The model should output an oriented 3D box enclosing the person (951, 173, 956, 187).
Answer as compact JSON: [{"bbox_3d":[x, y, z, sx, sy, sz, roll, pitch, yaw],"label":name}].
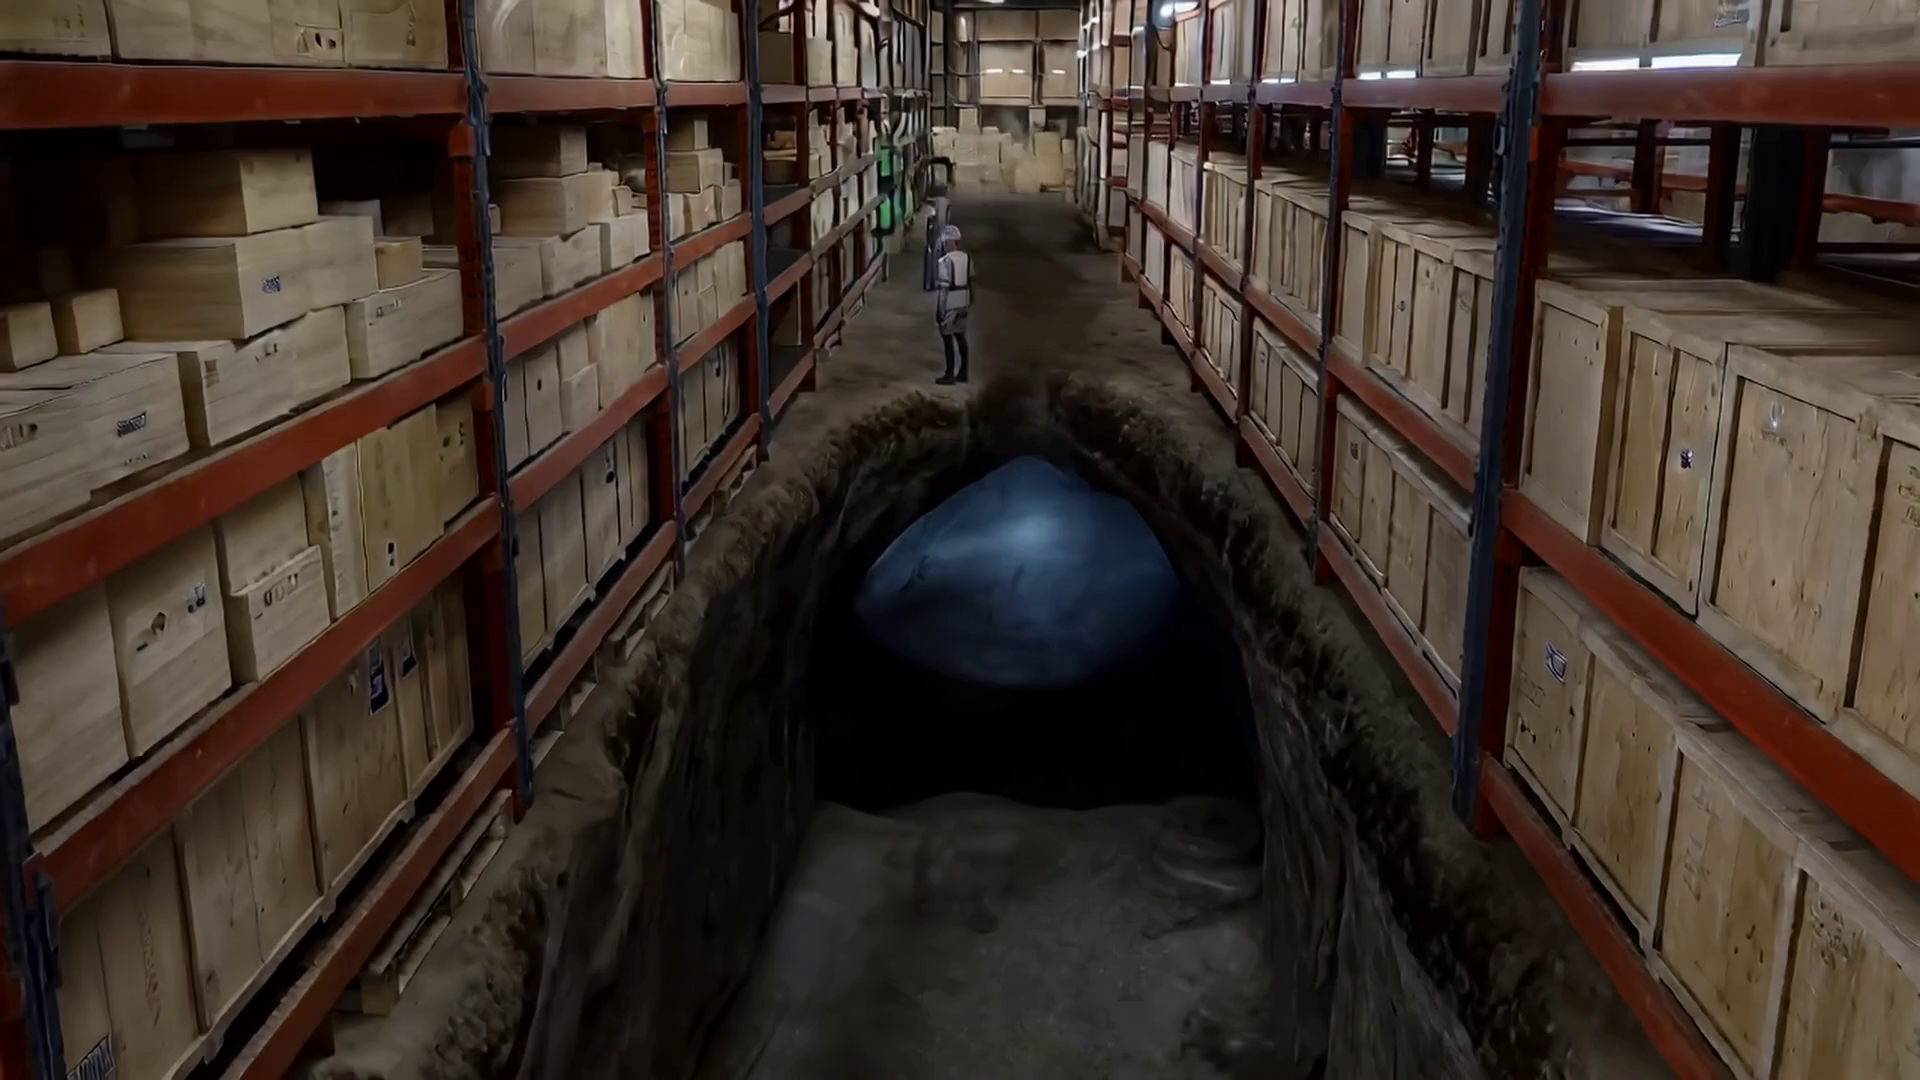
[{"bbox_3d":[-0.040,-14.223,62.565,0.890,1.908,0.552,-4,15,-13],"label":"person"}]

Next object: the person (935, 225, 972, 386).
[{"bbox_3d":[-0.102,-2.841,20.180,0.389,1.930,0.539,12,19,38],"label":"person"}]

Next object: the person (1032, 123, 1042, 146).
[{"bbox_3d":[4.070,-20.941,87.533,0.585,1.918,0.381,5,16,20],"label":"person"}]

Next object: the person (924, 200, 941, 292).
[{"bbox_3d":[-0.477,-5.242,29.681,0.280,1.625,0.492,7,17,25],"label":"person"}]

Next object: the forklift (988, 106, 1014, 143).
[{"bbox_3d":[1.827,-20.017,82.268,1.129,2.768,1.873,9,17,29],"label":"forklift"}]

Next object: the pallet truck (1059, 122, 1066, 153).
[{"bbox_3d":[5.788,-21.111,88.014,1.885,1.965,0.823,5,16,18],"label":"pallet truck"}]

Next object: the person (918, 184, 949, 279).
[{"bbox_3d":[-0.477,-5.830,31.521,0.632,1.811,0.922,-9,18,-31],"label":"person"}]

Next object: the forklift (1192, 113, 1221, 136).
[{"bbox_3d":[8.066,-12.643,54.831,1.129,2.768,1.873,0,15,2],"label":"forklift"}]
